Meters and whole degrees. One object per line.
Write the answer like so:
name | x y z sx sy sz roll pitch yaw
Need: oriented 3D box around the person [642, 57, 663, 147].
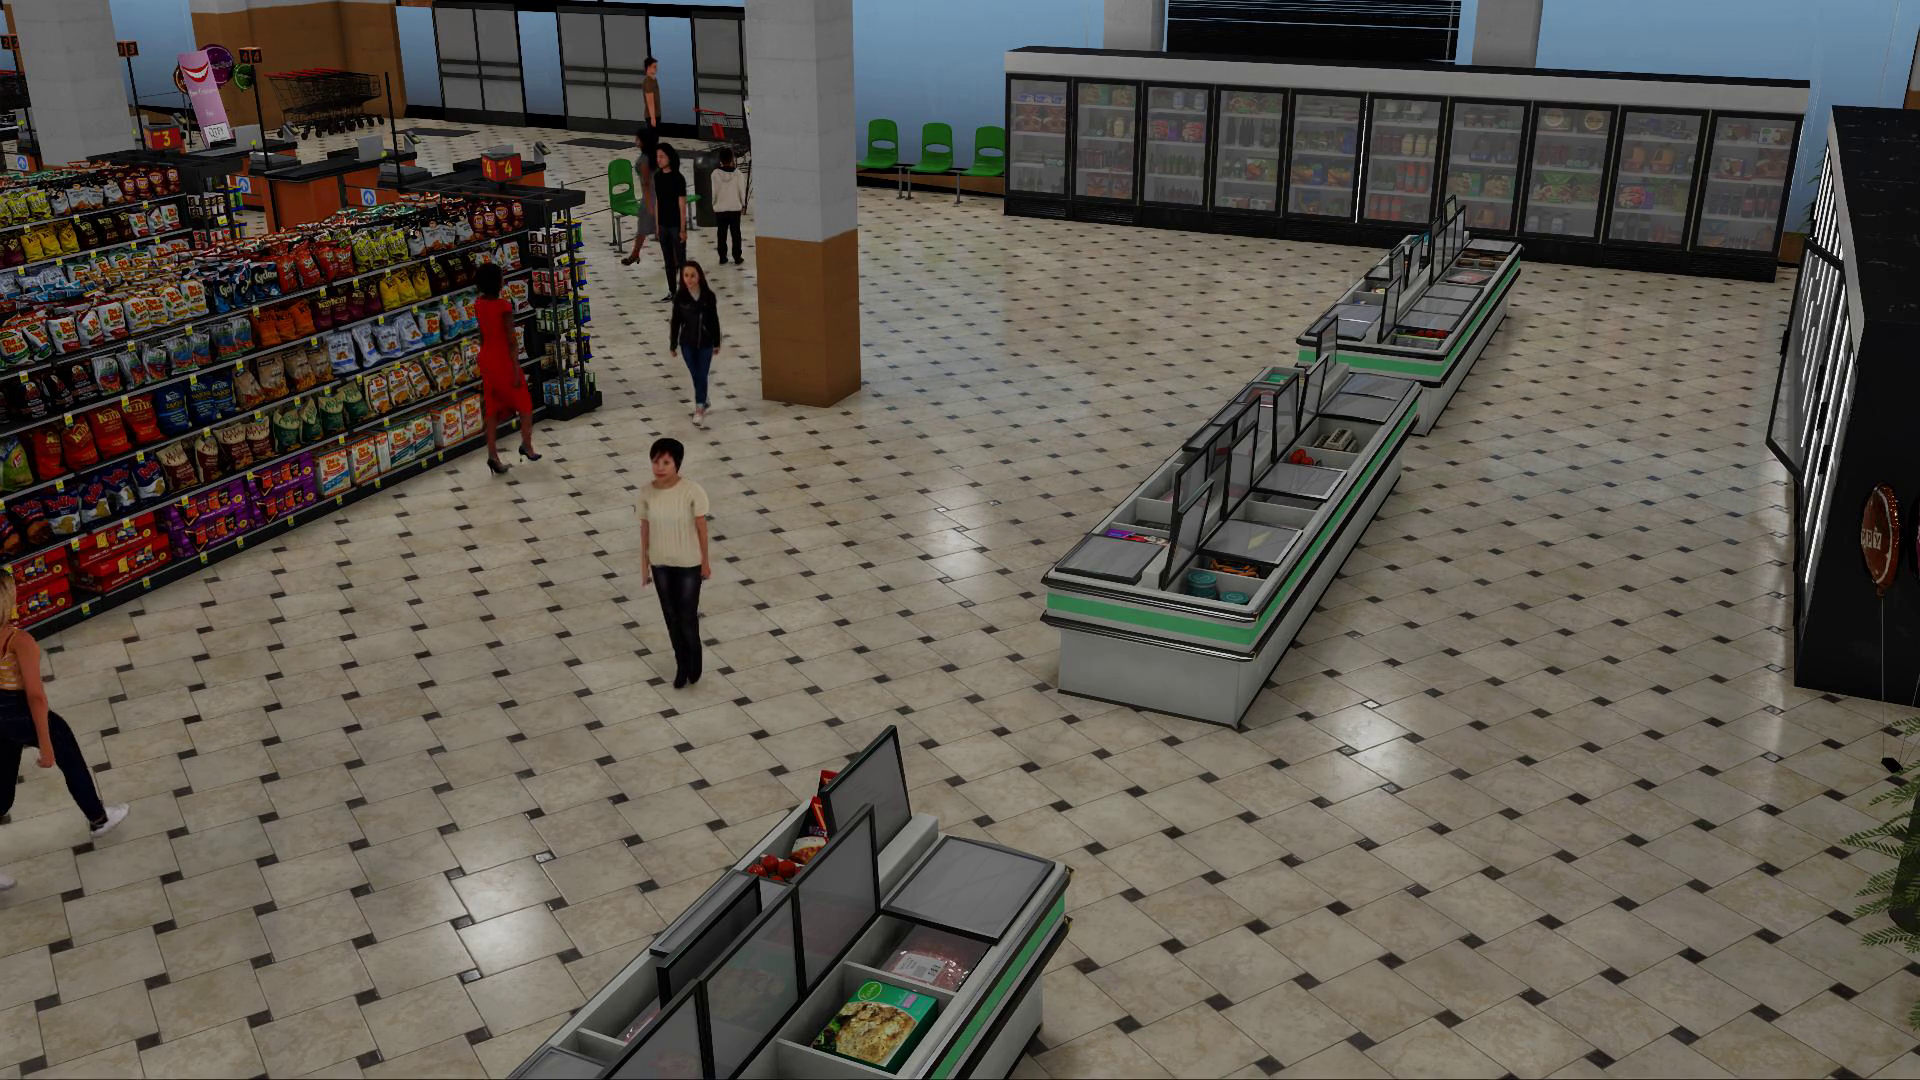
person | -5.024 -6.938 27.212 0.808 1.849 0.662 0 22 0

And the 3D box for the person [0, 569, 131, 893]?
person | -4.560 0.954 7.931 0.725 1.580 1.200 6 23 14

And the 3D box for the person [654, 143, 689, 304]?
person | -3.273 -3.617 18.974 0.661 1.828 0.585 15 26 33

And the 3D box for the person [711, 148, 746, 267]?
person | -2.917 -4.180 20.882 0.643 1.451 0.640 0 22 0

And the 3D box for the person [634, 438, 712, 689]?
person | -1.678 0.124 9.999 0.640 1.578 0.612 5 22 12

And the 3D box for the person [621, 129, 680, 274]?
person | -3.653 -4.098 20.286 0.737 1.744 0.962 10 24 23

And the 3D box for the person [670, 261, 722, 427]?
person | -2.347 -1.772 14.902 0.814 1.441 1.054 2 22 4

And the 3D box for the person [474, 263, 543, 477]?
person | -3.785 -1.352 13.477 0.595 1.723 0.776 10 24 24
